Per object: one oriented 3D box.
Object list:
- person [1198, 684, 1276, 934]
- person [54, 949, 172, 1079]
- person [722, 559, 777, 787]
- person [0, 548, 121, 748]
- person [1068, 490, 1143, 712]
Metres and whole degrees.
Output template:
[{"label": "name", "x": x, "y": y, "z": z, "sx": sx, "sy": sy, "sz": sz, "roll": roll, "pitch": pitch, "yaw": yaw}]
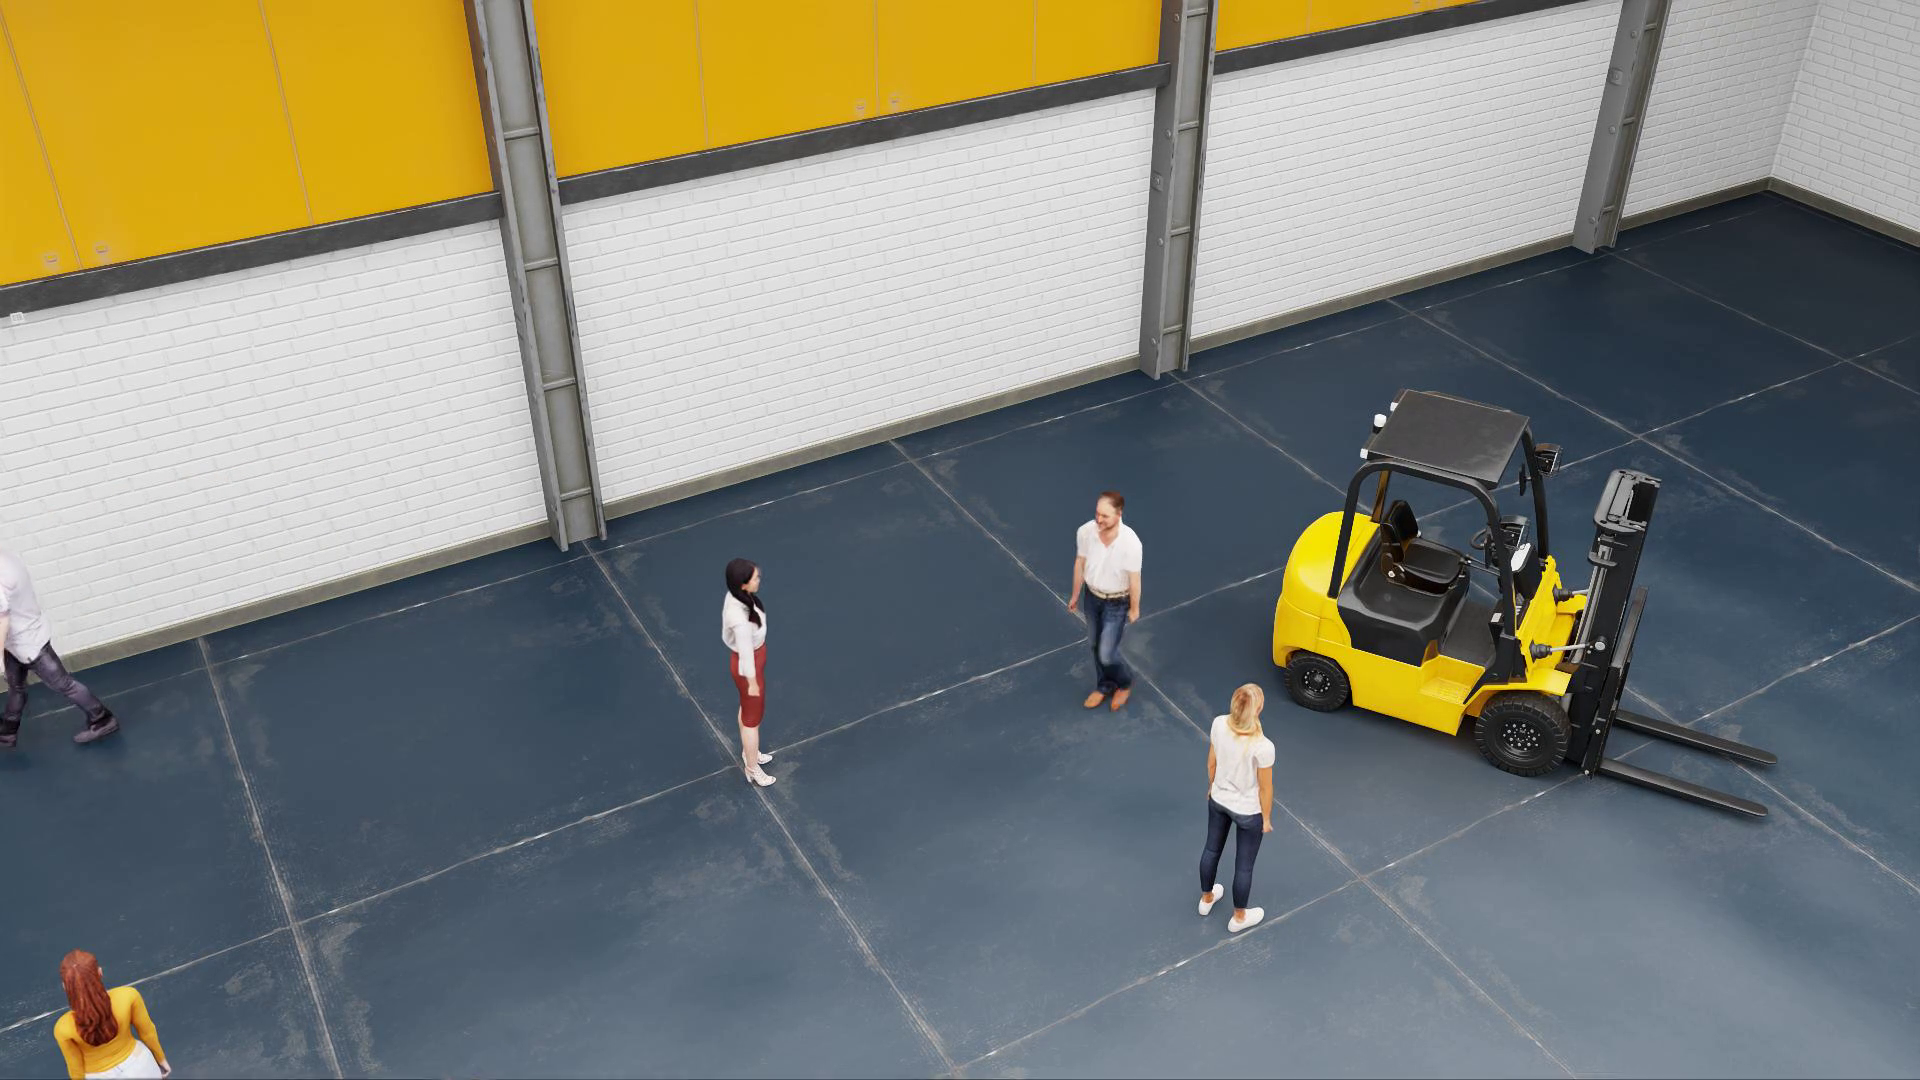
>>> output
[{"label": "person", "x": 1.638, "y": 1.581, "z": 9.867, "sx": 0.644, "sy": 1.809, "sz": 0.597, "roll": 28, "pitch": 42, "yaw": 35}, {"label": "person", "x": -4.146, "y": 2.694, "z": 8.243, "sx": 0.708, "sy": 1.753, "sz": 0.595, "roll": 28, "pitch": 43, "yaw": 35}, {"label": "person", "x": -1.394, "y": 0.867, "z": 10.992, "sx": 0.627, "sy": 1.752, "sz": 0.658, "roll": -5, "pitch": 34, "yaw": -8}, {"label": "person", "x": -6.209, "y": 0.673, "z": 11.253, "sx": 1.173, "sy": 1.787, "sz": 0.724, "roll": -16, "pitch": 37, "yaw": -22}, {"label": "person", "x": 1.100, "y": 0.379, "z": 11.650, "sx": 0.732, "sy": 1.837, "sz": 0.747, "roll": 29, "pitch": 43, "yaw": 36}]
